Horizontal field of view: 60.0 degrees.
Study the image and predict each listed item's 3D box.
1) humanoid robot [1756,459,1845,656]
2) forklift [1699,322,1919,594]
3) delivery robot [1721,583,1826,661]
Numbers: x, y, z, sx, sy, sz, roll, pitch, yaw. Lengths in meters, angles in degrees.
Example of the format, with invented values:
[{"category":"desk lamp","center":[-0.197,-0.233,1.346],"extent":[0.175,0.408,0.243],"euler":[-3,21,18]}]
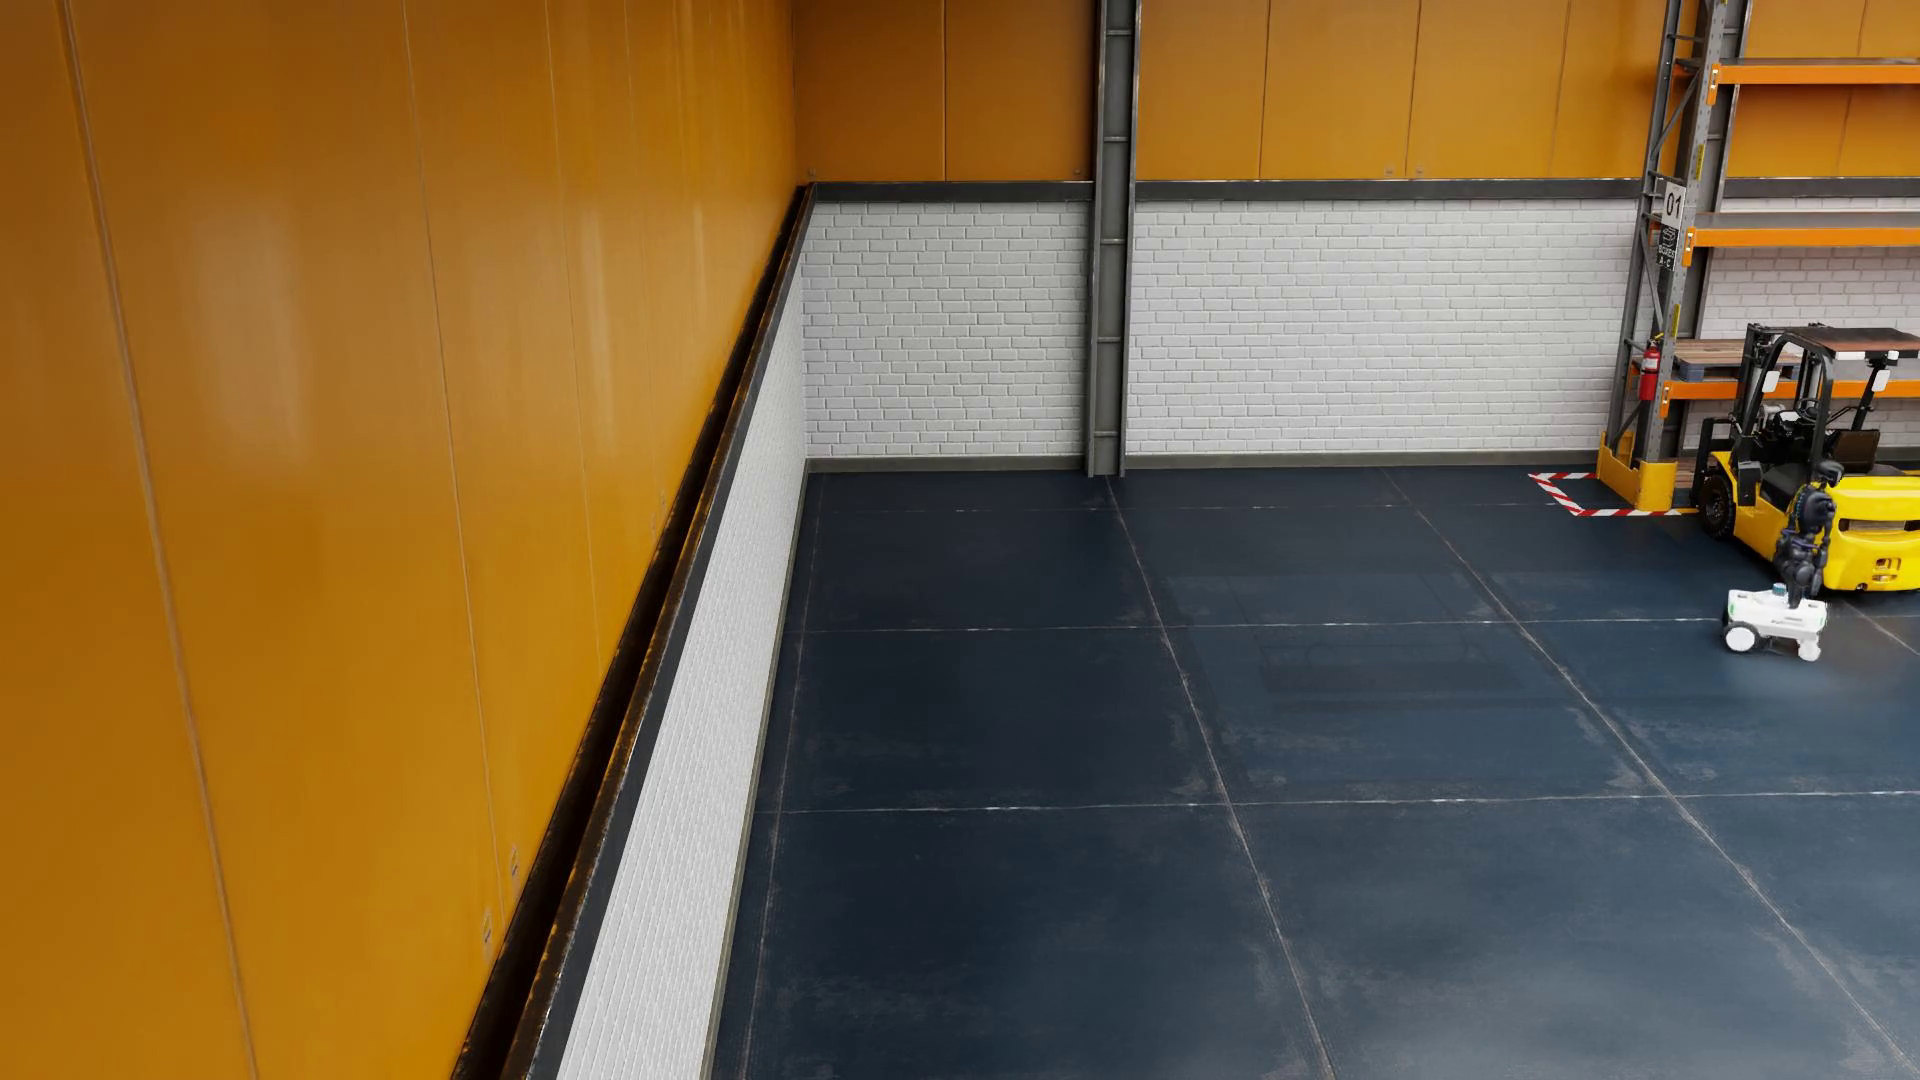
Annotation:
[{"category":"humanoid robot","center":[6.625,0.138,13.151],"extent":[0.435,1.632,0.609],"euler":[-1,20,-1]},{"category":"forklift","center":[7.809,-0.792,14.926],"extent":[1.214,2.155,2.313],"euler":[-1,20,-2]},{"category":"delivery robot","center":[6.540,0.643,13.419],"extent":[0.804,0.611,0.499],"euler":[8,22,22]}]
